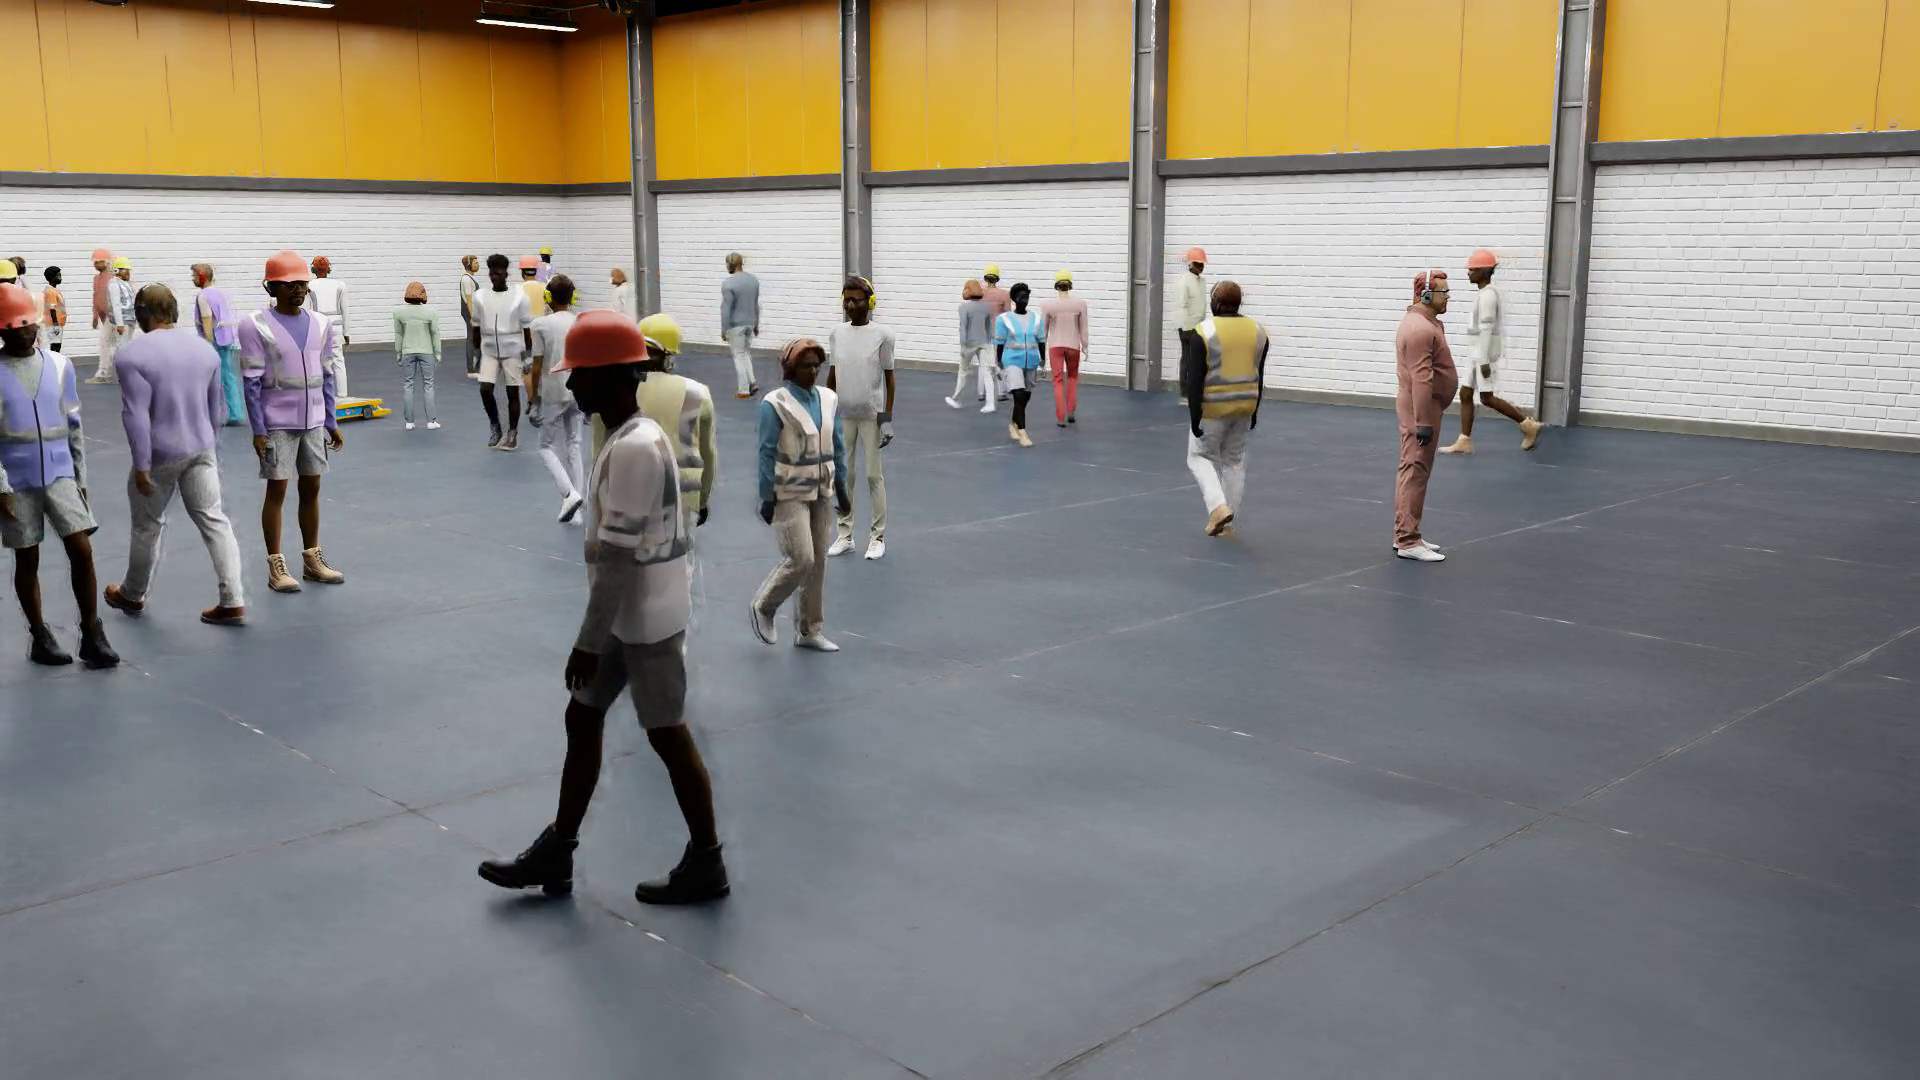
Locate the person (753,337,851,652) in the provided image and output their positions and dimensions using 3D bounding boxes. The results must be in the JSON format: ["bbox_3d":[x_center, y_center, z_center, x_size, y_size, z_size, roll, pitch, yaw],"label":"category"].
[{"bbox_3d":[-0.806,-0.219,8.473,0.398,1.625,0.520,8,13,36],"label":"person"}]

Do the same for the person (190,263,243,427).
[{"bbox_3d":[-8.421,-2.148,18.459,0.839,1.812,0.603,0,10,-2],"label":"person"}]

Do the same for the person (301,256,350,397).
[{"bbox_3d":[-7.785,-2.538,20.413,0.584,1.882,0.347,-8,13,-37],"label":"person"}]

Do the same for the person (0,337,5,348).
[{"bbox_3d":[-8.358,-1.367,14.111,1.029,1.856,0.594,6,12,30],"label":"person"}]

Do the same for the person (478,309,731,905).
[{"bbox_3d":[-1.151,0.247,5.188,0.893,1.903,0.548,-3,11,-17],"label":"person"}]

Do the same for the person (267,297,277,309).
[{"bbox_3d":[-8.634,-2.542,21.111,0.313,1.636,0.517,-6,12,-28],"label":"person"}]

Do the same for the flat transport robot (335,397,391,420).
[{"bbox_3d":[-7.271,-1.485,19.068,0.652,0.197,1.431,4,11,21],"label":"flat transport robot"}]

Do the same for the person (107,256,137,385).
[{"bbox_3d":[-11.926,-3.124,23.757,0.404,1.828,0.592,-2,11,-12],"label":"person"}]

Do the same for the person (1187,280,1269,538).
[{"bbox_3d":[1.856,-0.900,11.643,0.631,1.824,0.466,-4,11,-19],"label":"person"}]

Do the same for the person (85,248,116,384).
[{"bbox_3d":[-12.325,-3.269,24.221,0.634,1.952,0.996,7,13,35],"label":"person"}]

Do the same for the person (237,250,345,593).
[{"bbox_3d":[-4.006,-0.716,10.042,0.389,2.045,0.606,7,13,35],"label":"person"}]

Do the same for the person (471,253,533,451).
[{"bbox_3d":[-4.530,-1.840,16.407,0.634,1.951,0.506,0,10,0],"label":"person"}]

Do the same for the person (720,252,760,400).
[{"bbox_3d":[-2.863,-2.758,21.515,0.441,1.918,0.642,8,13,35],"label":"person"}]

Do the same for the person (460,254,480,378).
[{"bbox_3d":[-7.296,-3.344,24.915,0.345,1.847,0.507,-3,11,-14],"label":"person"}]

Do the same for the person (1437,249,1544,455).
[{"bbox_3d":[5.158,-1.789,16.014,0.901,2.015,0.623,2,11,12],"label":"person"}]

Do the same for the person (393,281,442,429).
[{"bbox_3d":[-5.970,-2.029,18.342,0.497,1.629,0.271,-1,10,-5],"label":"person"}]

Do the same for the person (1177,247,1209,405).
[{"bbox_3d":[2.961,-2.653,20.768,0.529,1.979,0.663,8,13,38],"label":"person"}]

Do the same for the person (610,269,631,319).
[{"bbox_3d":[-5.410,-3.431,26.042,0.816,1.592,0.531,-5,11,-23],"label":"person"}]

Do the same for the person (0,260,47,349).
[{"bbox_3d":[-9.869,-1.973,17.365,0.598,1.864,1.022,-3,11,-18],"label":"person"}]

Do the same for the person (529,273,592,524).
[{"bbox_3d":[-2.913,-1.016,12.215,0.542,1.846,0.432,-8,13,-38],"label":"person"}]

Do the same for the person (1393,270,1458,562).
[{"bbox_3d":[3.073,-0.824,11.000,0.409,1.906,0.652,2,11,11],"label":"person"}]

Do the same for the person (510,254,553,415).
[{"bbox_3d":[-5.028,-2.410,19.634,0.541,1.922,0.562,-7,12,-33],"label":"person"}]

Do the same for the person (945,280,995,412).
[{"bbox_3d":[0.152,-2.351,20.174,0.521,1.581,0.873,-7,13,-35],"label":"person"}]

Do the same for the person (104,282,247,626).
[{"bbox_3d":[-4.351,-0.470,9.165,1.038,1.874,0.639,6,12,30],"label":"person"}]

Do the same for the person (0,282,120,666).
[{"bbox_3d":[-4.460,-0.285,8.068,0.732,1.900,0.553,9,13,39],"label":"person"}]

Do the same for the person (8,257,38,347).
[{"bbox_3d":[-14.318,-3.433,25.520,0.927,1.794,0.654,-9,14,-39],"label":"person"}]

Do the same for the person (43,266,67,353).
[{"bbox_3d":[-13.154,-3.132,24.184,0.322,1.689,0.530,-5,11,-25],"label":"person"}]

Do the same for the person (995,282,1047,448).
[{"bbox_3d":[0.608,-1.810,17.043,0.533,1.660,0.831,-4,11,-20],"label":"person"}]

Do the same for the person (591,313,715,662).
[{"bbox_3d":[-1.449,-0.180,7.904,0.581,1.776,0.994,-2,11,-10],"label":"person"}]

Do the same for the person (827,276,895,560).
[{"bbox_3d":[-0.676,-0.805,11.002,0.510,1.871,0.328,4,11,21],"label":"person"}]

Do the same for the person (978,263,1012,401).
[{"bbox_3d":[0.415,-2.672,21.458,0.527,1.772,0.305,2,11,11],"label":"person"}]

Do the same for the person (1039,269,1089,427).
[{"bbox_3d":[1.152,-2.155,18.668,0.554,1.742,0.620,-1,10,-4],"label":"person"}]

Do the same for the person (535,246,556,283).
[{"bbox_3d":[-8.046,-4.750,32.383,0.587,1.918,0.396,7,12,32],"label":"person"}]
